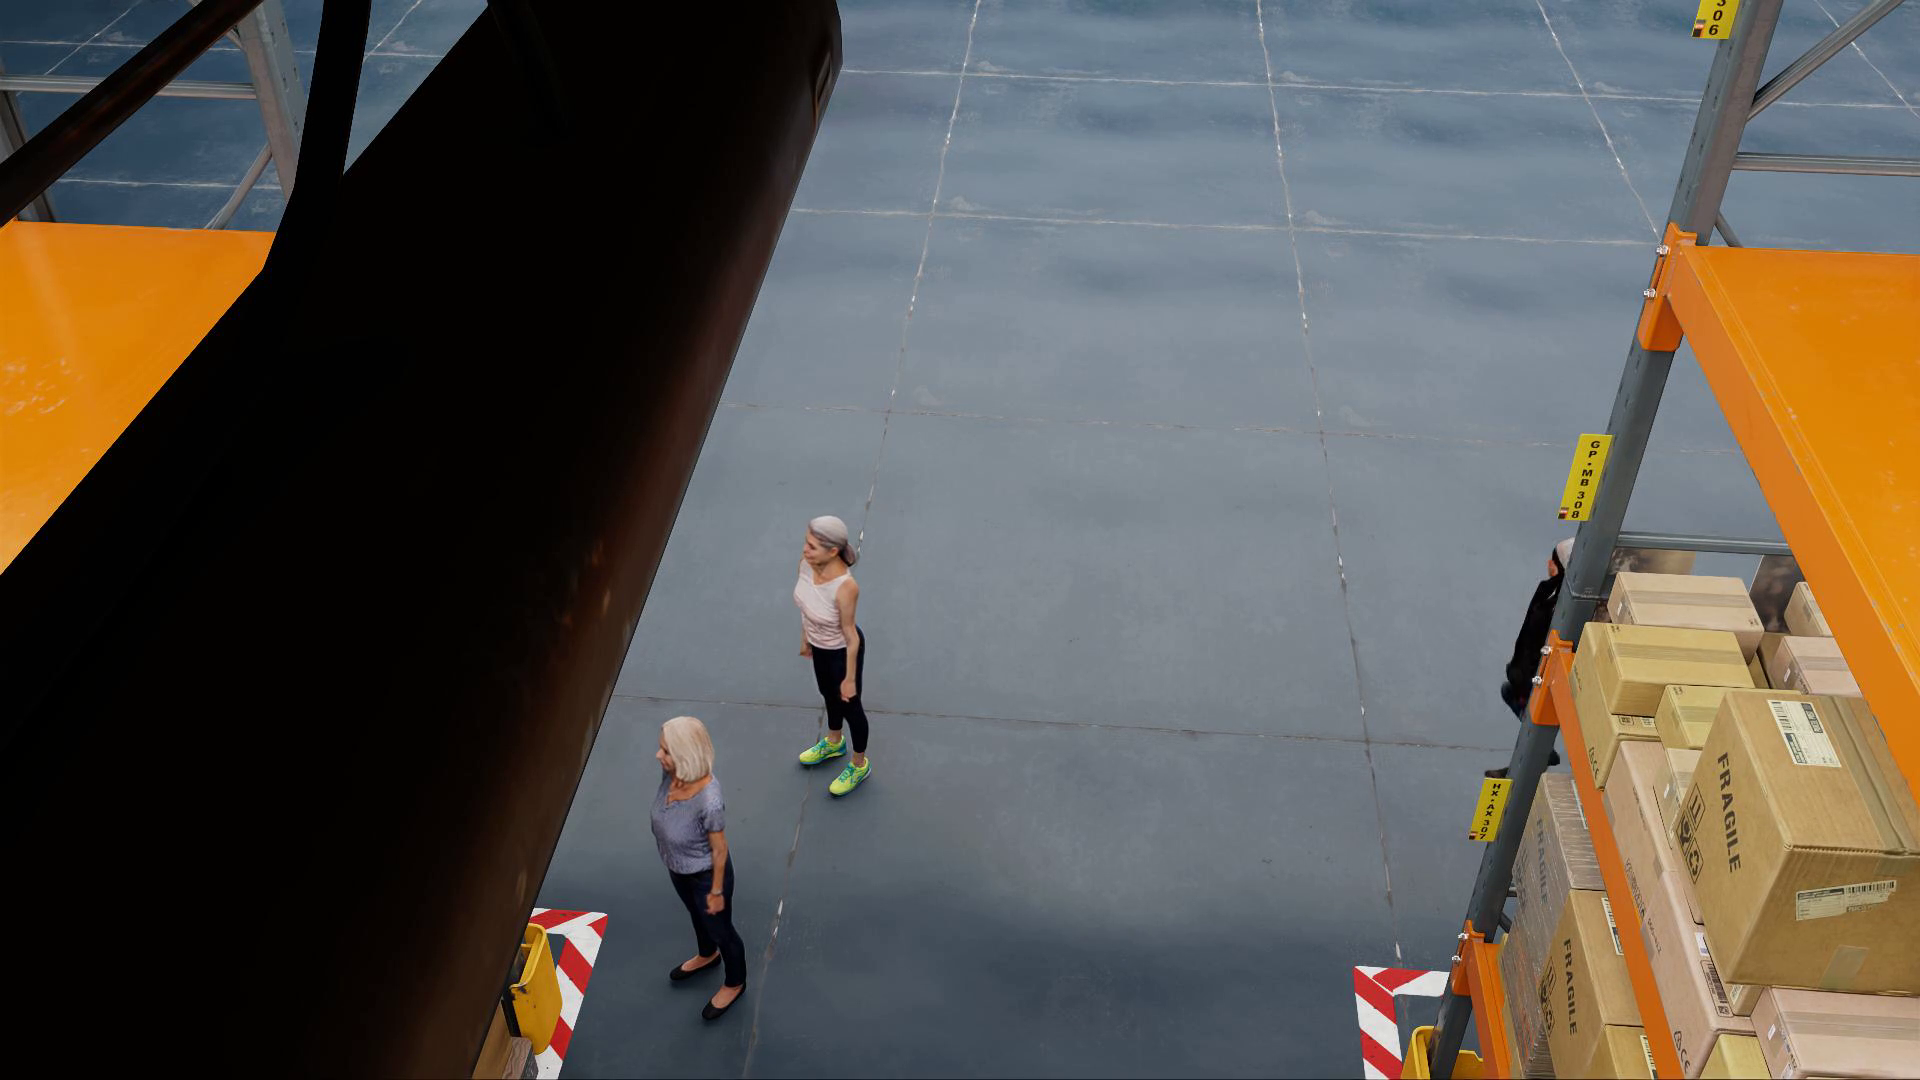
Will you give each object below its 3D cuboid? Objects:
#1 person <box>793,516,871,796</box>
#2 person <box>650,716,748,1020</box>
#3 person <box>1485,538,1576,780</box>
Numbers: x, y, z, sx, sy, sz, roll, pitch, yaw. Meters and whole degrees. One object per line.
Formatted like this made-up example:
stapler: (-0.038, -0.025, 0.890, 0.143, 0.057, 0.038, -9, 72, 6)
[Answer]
person: (-0.622, 0.557, 8.404, 0.746, 1.702, 0.669, -23, 44, -27)
person: (-1.142, 1.414, 7.293, 0.716, 1.723, 0.649, -26, 45, -29)
person: (3.015, 0.658, 8.336, 0.746, 1.627, 0.622, 11, 39, 14)
